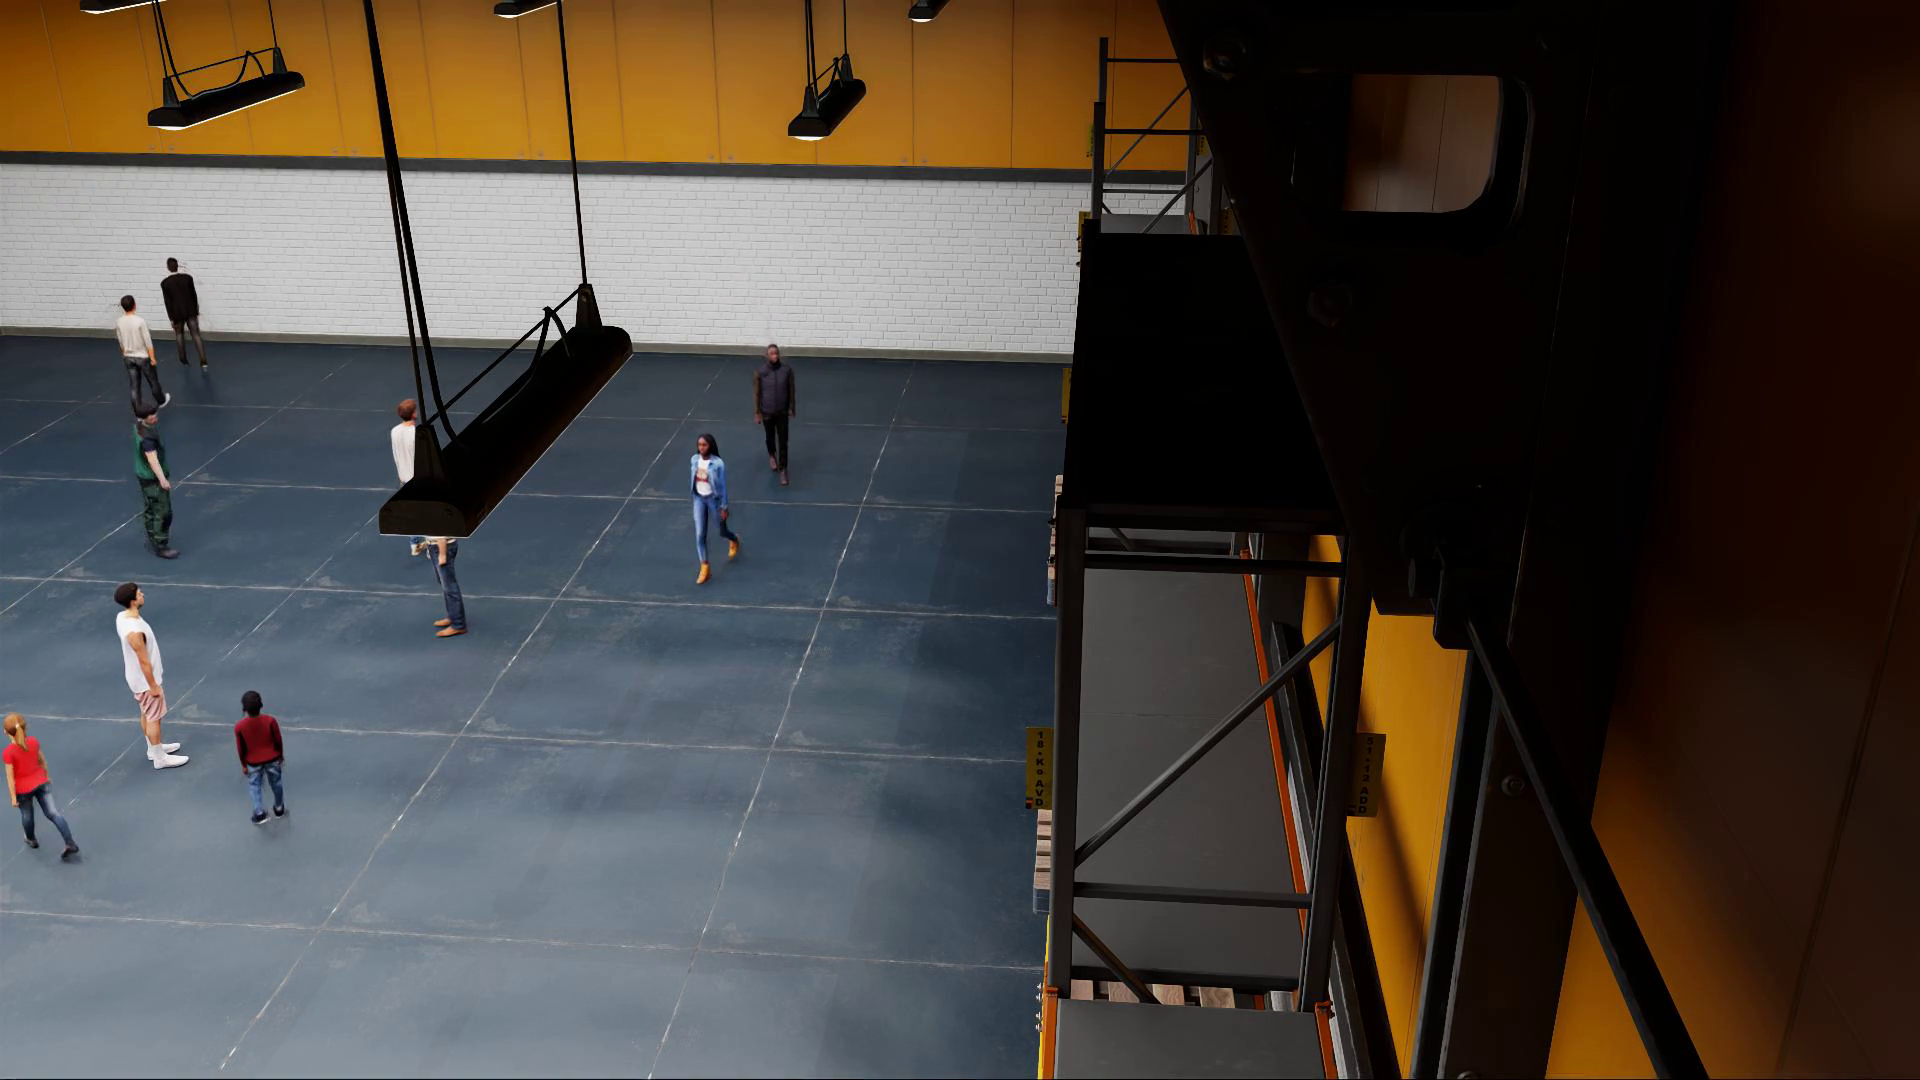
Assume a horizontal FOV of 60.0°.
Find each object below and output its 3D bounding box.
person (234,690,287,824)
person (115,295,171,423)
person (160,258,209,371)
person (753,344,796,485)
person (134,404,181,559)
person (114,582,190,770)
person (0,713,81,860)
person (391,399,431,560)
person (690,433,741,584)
[{"bbox_3d":[-5.946,1.864,14.178,0.622,1.253,0.671,-10,25,-21],"label":"person"},{"bbox_3d":[-11.712,-2.544,23.614,0.736,1.772,1.134,0,24,-1],"label":"person"},{"bbox_3d":[-11.956,-3.468,25.731,1.121,1.767,1.227,-16,28,-32],"label":"person"},{"bbox_3d":[-2.420,-1.670,21.592,0.975,1.789,1.295,-6,24,-13],"label":"person"},{"bbox_3d":[-9.433,-0.736,19.346,0.867,1.875,0.958,19,30,37],"label":"person"},{"bbox_3d":[-7.359,1.215,14.990,0.794,1.792,0.717,-16,28,-32],"label":"person"},{"bbox_3d":[-7.590,2.057,13.691,0.866,1.288,0.919,14,27,29],"label":"person"},{"bbox_3d":[-6.299,-0.714,19.263,0.740,1.902,0.690,11,26,23],"label":"person"},{"bbox_3d":[-2.786,-0.408,18.831,0.811,1.688,1.150,9,25,19],"label":"person"}]
